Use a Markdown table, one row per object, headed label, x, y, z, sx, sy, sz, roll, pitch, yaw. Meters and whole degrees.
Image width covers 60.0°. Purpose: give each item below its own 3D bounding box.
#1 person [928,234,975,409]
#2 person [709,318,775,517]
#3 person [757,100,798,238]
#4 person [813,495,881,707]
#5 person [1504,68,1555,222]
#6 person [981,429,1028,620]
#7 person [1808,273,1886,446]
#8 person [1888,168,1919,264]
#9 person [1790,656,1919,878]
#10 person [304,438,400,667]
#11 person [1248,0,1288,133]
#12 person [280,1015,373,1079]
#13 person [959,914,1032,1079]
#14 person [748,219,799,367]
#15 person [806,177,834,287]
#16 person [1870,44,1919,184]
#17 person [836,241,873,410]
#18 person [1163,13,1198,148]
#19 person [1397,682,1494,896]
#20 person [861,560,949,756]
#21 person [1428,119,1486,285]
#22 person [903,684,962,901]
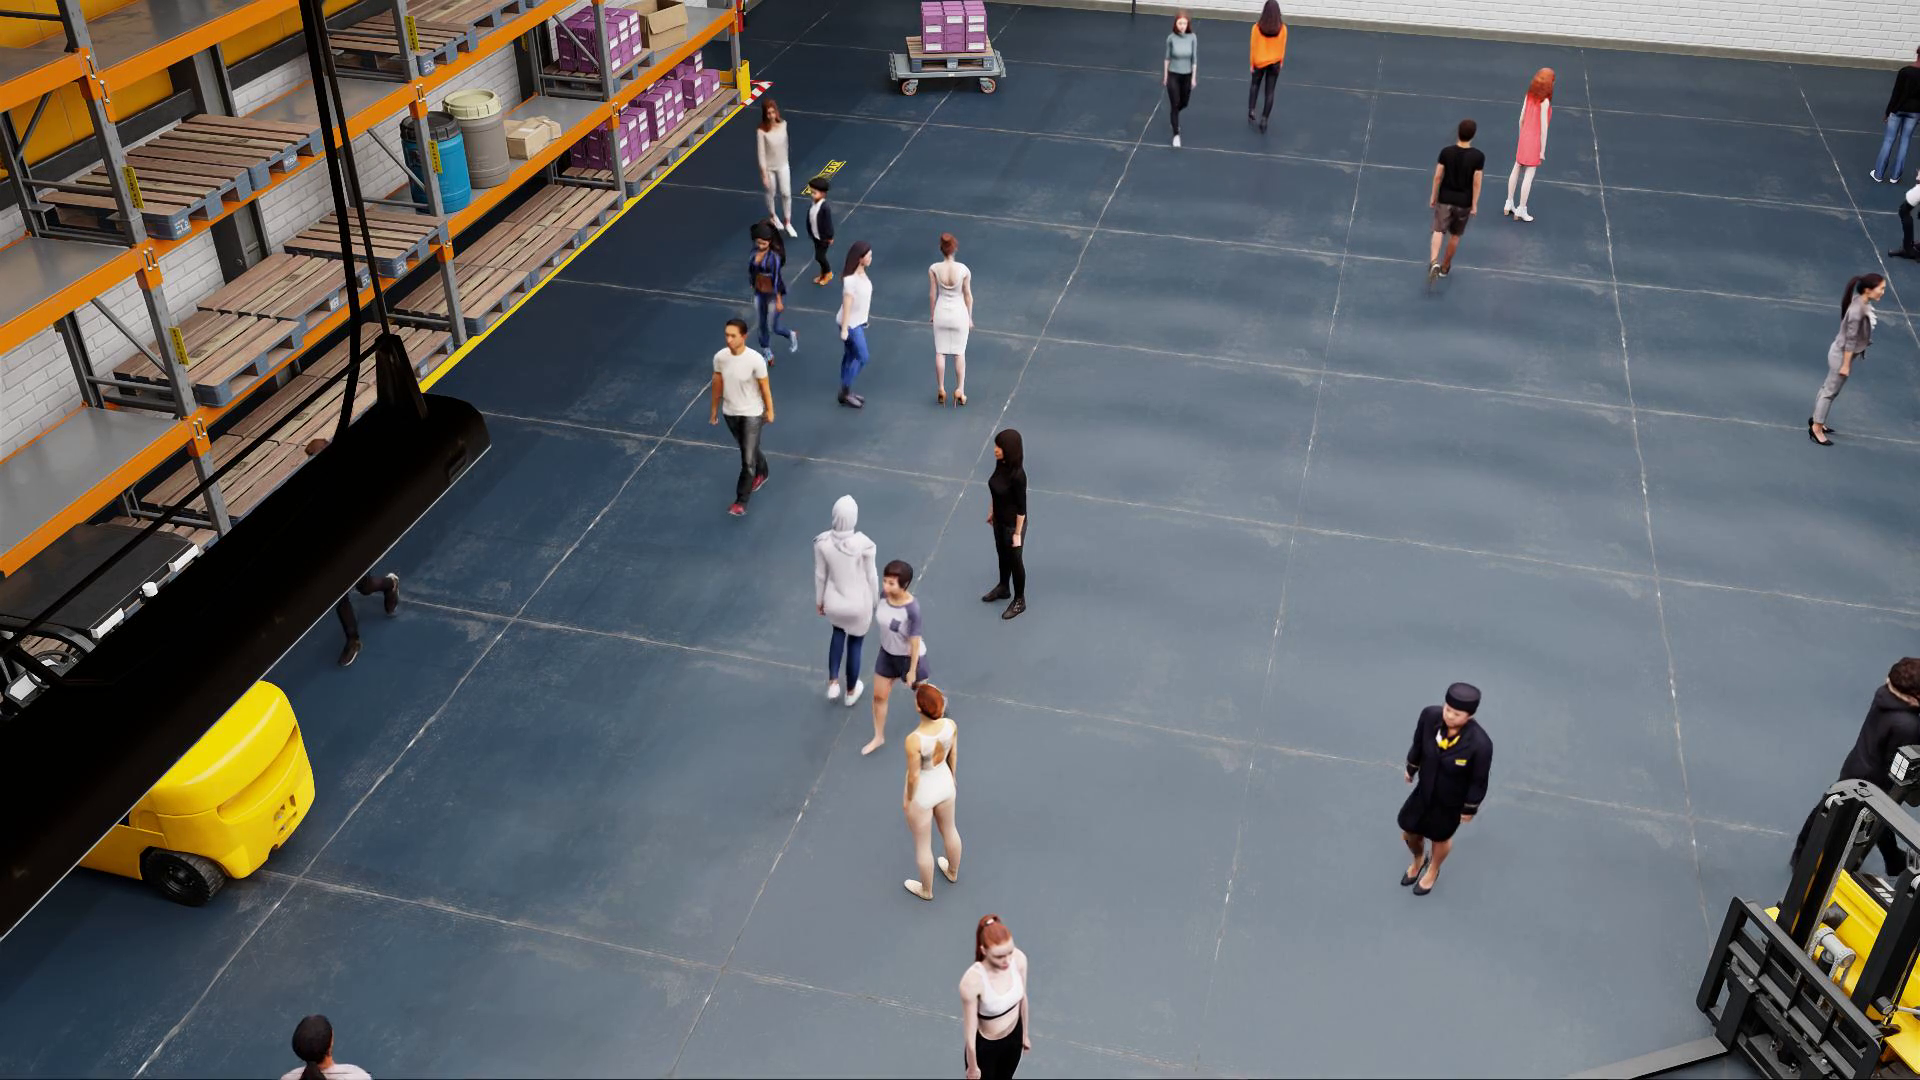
| label | x | y | z | sx | sy | sz | roll | pitch | yaw |
| --- | --- | --- | --- | --- | --- | --- | --- | --- | --- |
| person | -0.099 | -2.102 | 15.910 | 0.587 | 1.795 | 0.486 | 7 | 34 | 10 |
| person | -1.832 | -1.148 | 14.502 | 0.754 | 1.764 | 1.126 | 13 | 36 | 18 |
| person | -2.190 | -4.392 | 19.476 | 0.898 | 1.660 | 0.954 | -24 | 40 | -32 |
| person | -0.831 | 0.511 | 12.002 | 0.605 | 1.768 | 0.616 | 8 | 35 | 12 |
| person | 6.786 | -4.710 | 19.804 | 0.728 | 1.827 | 0.629 | -11 | 35 | -16 |
| person | 0.392 | -0.154 | 13.116 | 0.703 | 1.642 | 0.646 | -18 | 38 | -25 |
| person | 8.183 | -1.701 | 15.409 | 0.726 | 1.680 | 0.590 | 16 | 37 | 23 |
| person | 11.045 | -3.966 | 18.720 | 0.792 | 1.789 | 0.690 | 20 | 38 | 27 |
| person | 5.726 | 1.481 | 10.578 | 0.857 | 1.730 | 1.080 | 1 | 34 | 2 |
| person | -4.669 | 0.012 | 12.696 | 0.738 | 1.831 | 1.122 | 5 | 34 | 7 |
| person | 4.134 | -6.353 | 22.365 | 0.693 | 1.728 | 0.901 | 4 | 34 | 7 |
| person | -3.037 | 3.074 | 8.178 | 0.669 | 1.733 | 0.692 | 1 | 34 | 1 |
| person | 0.172 | 2.656 | 8.800 | 0.645 | 1.741 | 0.733 | -24 | 41 | -32 |
| person | -1.862 | -2.456 | 16.601 | 0.798 | 1.618 | 0.863 | 25 | 41 | 33 |
| person | -1.496 | -3.430 | 18.428 | 0.627 | 1.219 | 0.586 | -23 | 40 | -31 |
| person | 11.855 | -5.363 | 20.861 | 0.602 | 1.744 | 0.549 | 11 | 35 | 15 |
| person | -1.117 | -2.056 | 15.967 | 0.767 | 1.654 | 0.577 | 7 | 34 | 11 |
| person | 2.903 | -6.120 | 22.013 | 0.743 | 1.730 | 1.024 | 1 | 34 | 1 |
| person | 3.098 | 1.557 | 10.520 | 0.852 | 1.667 | 0.838 | -28 | 43 | -35 |
| person | -0.357 | 0.784 | 11.807 | 0.867 | 1.529 | 1.092 | 26 | 42 | 33 |
| person | 5.407 | -3.689 | 18.253 | 0.712 | 1.844 | 1.036 | 11 | 35 | 17 |
| person | -0.183 | 1.585 | 10.498 | 0.577 | 1.643 | 0.680 | -26 | 41 | -33 |
